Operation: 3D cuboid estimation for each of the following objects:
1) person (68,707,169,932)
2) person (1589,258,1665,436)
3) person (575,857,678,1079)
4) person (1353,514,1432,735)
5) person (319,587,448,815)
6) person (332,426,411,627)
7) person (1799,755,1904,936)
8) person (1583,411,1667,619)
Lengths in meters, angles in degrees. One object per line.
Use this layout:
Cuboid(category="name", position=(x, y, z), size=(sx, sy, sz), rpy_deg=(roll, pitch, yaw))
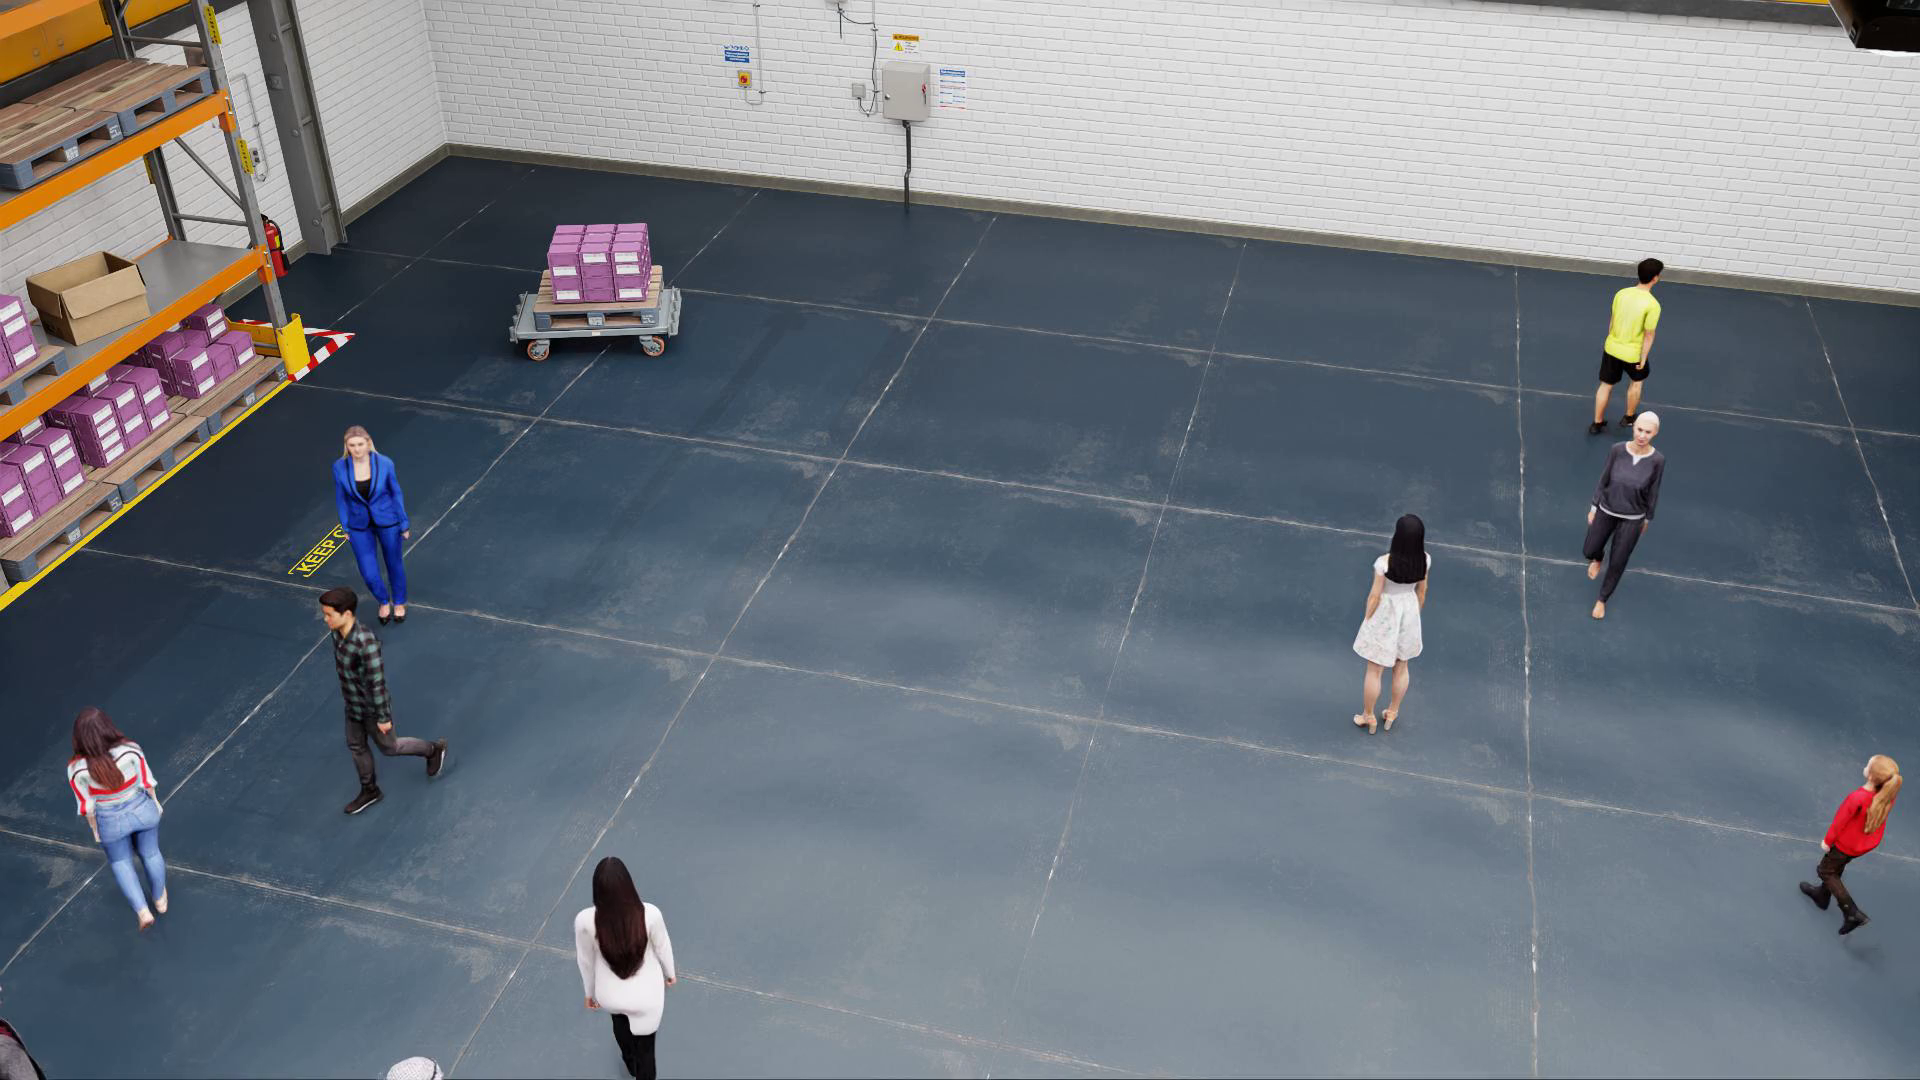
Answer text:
Cuboid(category="person", position=(-4.981, 1.701, 9.956), size=(0.847, 1.599, 0.902), rpy_deg=(-19, 38, -26))
Cuboid(category="person", position=(5.970, -1.706, 15.002), size=(0.955, 1.688, 0.867), rpy_deg=(-27, 42, -35))
Cuboid(category="person", position=(-1.745, 2.433, 8.686), size=(0.779, 1.786, 0.920), rpy_deg=(-2, 34, -3))
Cuboid(category="person", position=(2.986, 0.583, 11.480), size=(0.755, 1.775, 0.778), rpy_deg=(-6, 34, -9))
Cuboid(category="person", position=(-3.809, 1.015, 10.891), size=(0.951, 1.692, 1.103), rpy_deg=(26, 42, 33))
Cuboid(category="person", position=(-4.448, -0.151, 12.657), size=(0.735, 1.694, 0.749), rpy_deg=(-9, 35, -14))
Cuboid(category="person", position=(5.415, 1.844, 10.038), size=(0.745, 1.271, 0.831), rpy_deg=(-14, 36, -20))
Cuboid(category="person", position=(5.092, -0.257, 12.798), size=(0.739, 1.714, 0.905), rpy_deg=(17, 37, 24))
